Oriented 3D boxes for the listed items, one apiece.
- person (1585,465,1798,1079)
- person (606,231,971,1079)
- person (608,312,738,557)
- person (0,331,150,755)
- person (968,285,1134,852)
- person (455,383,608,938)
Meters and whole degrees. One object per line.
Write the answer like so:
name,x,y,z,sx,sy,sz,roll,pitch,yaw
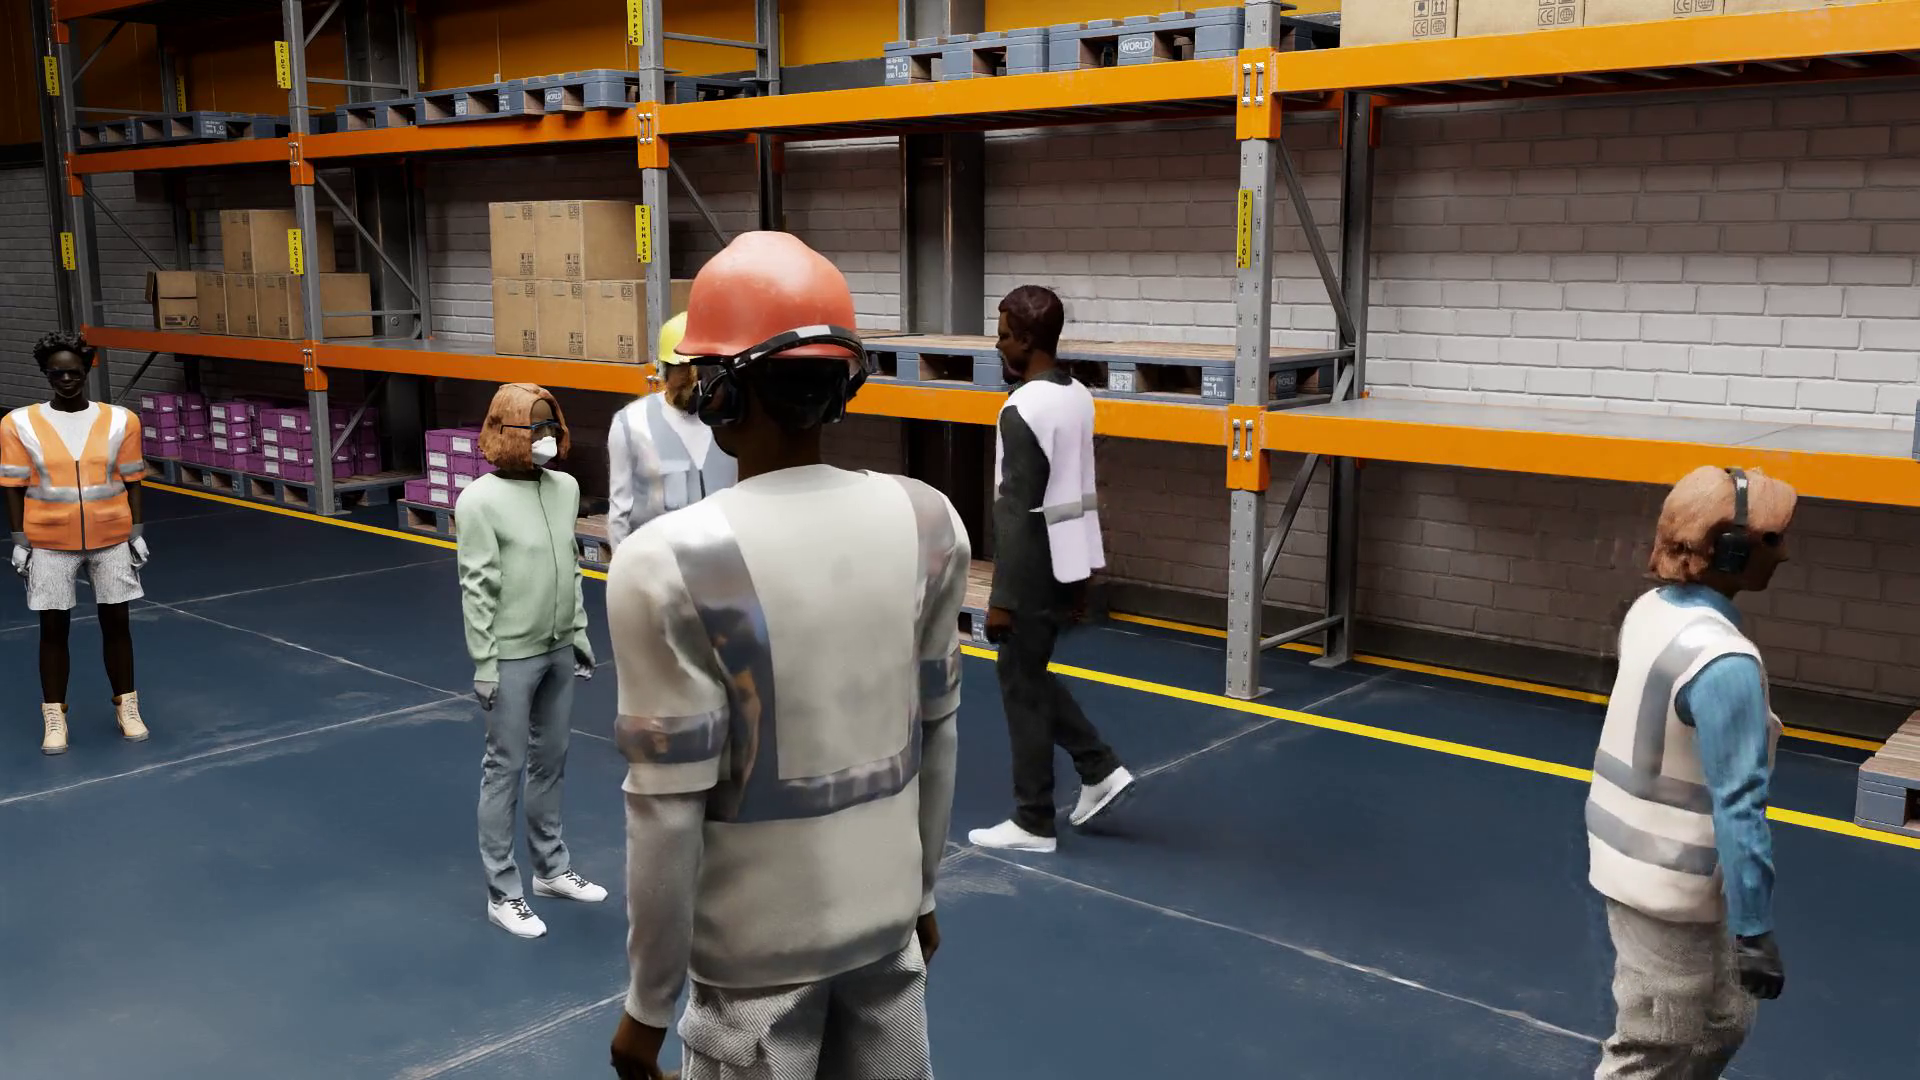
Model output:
person,1.372,0.670,3.160,0.392,1.628,0.534,2,10,12
person,-0.264,0.569,2.531,0.605,2.045,0.388,-9,13,-41
person,-0.923,0.093,5.978,0.596,1.788,0.893,-4,11,-22
person,-3.560,0.006,6.727,0.533,1.697,0.318,-7,12,-34
person,0.264,0.116,5.517,0.450,1.907,0.593,3,11,19
person,-1.279,0.346,4.972,0.279,1.633,0.505,5,11,25
